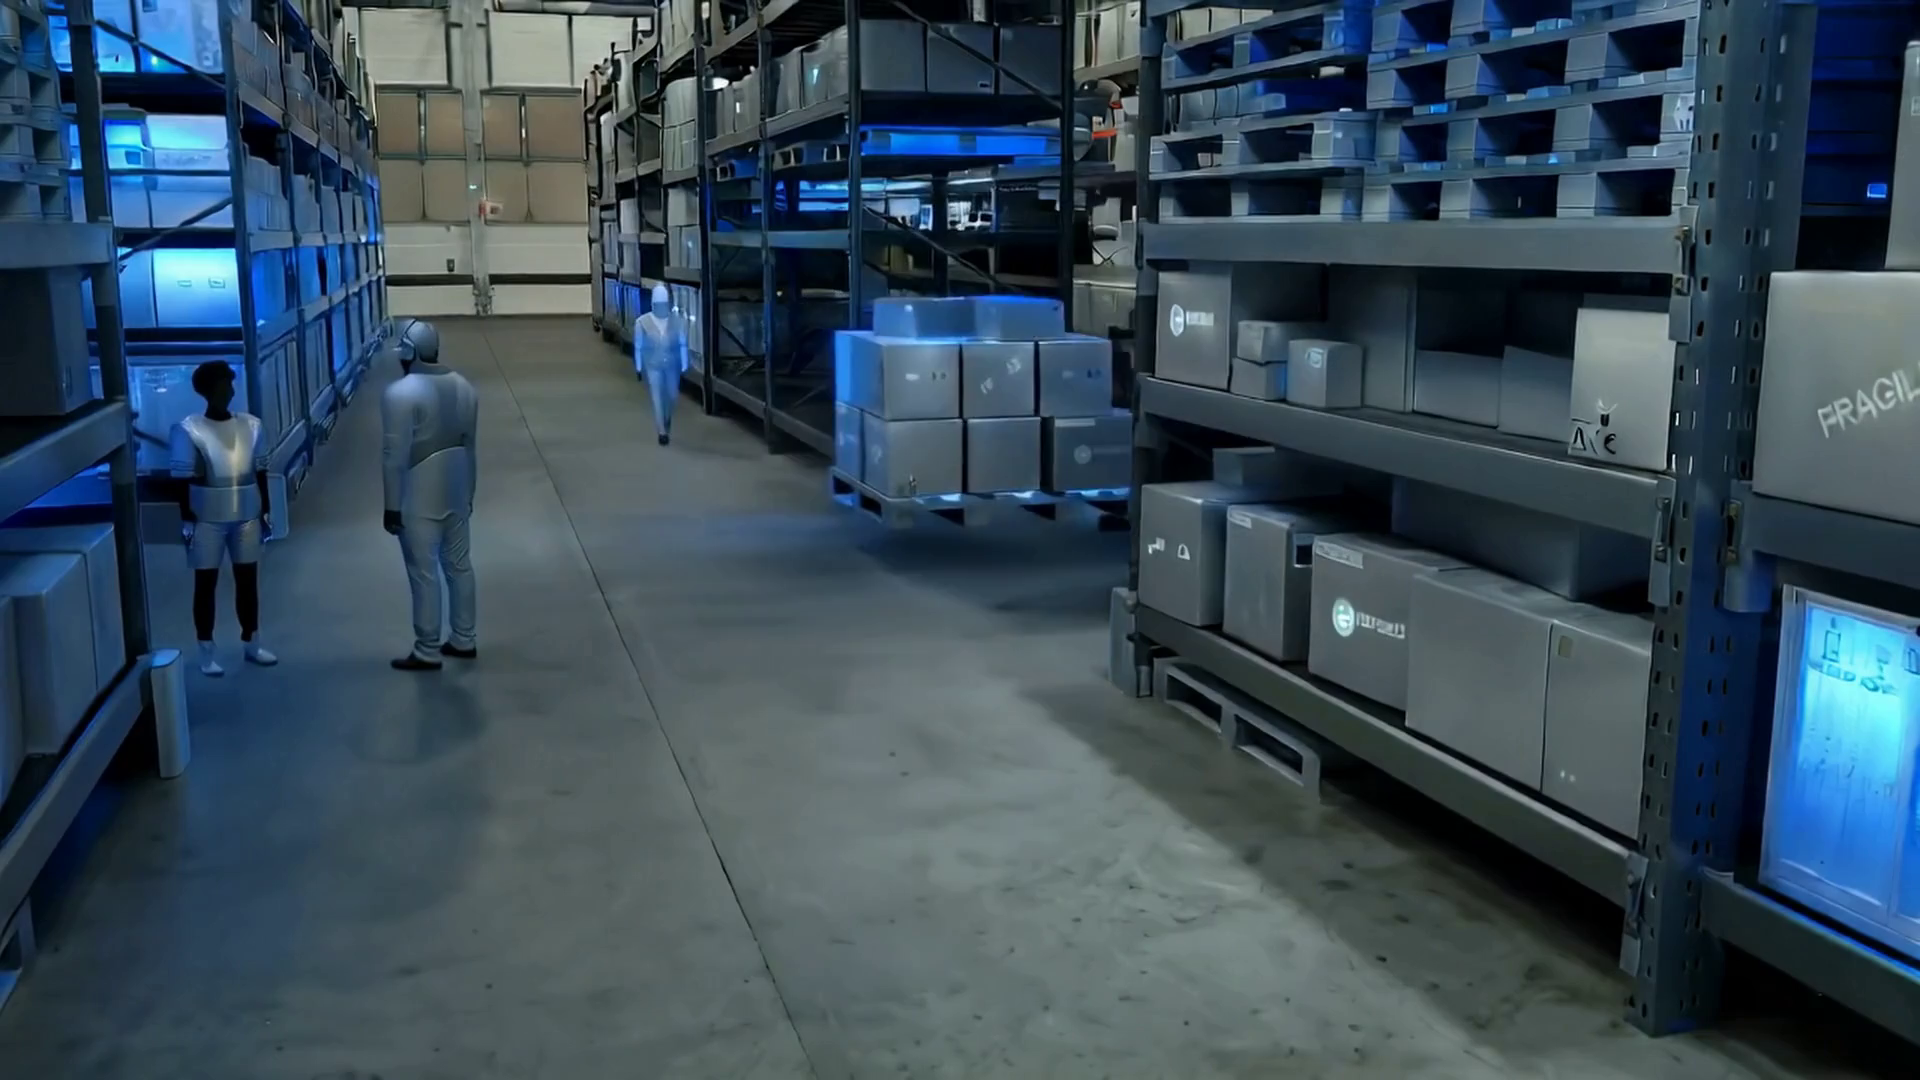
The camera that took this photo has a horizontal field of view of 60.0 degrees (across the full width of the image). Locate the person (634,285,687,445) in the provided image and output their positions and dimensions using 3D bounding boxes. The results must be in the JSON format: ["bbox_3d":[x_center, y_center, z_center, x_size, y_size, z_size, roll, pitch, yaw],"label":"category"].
[{"bbox_3d":[-3.415,-2.002,18.971,0.598,1.815,0.630,-4,11,-21],"label":"person"}]

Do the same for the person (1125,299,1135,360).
[{"bbox_3d":[2.456,-2.538,21.711,0.575,1.873,0.991,-1,10,-8],"label":"person"}]

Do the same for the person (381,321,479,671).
[{"bbox_3d":[-2.909,-0.242,9.096,0.400,1.902,0.641,5,11,25],"label":"person"}]

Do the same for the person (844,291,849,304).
[{"bbox_3d":[-2.976,-6.496,43.793,0.641,1.749,0.529,-4,11,-20],"label":"person"}]

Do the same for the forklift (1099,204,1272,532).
[{"bbox_3d":[2.160,-1.390,12.690,1.873,2.768,1.129,-3,11,-18],"label":"forklift"}]

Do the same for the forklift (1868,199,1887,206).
[{"bbox_3d":[11.338,-2.915,21.052,1.129,2.768,1.873,-3,11,-17],"label":"forklift"}]

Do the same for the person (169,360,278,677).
[{"bbox_3d":[-3.970,-0.123,8.990,0.318,1.697,0.535,9,14,40],"label":"person"}]
